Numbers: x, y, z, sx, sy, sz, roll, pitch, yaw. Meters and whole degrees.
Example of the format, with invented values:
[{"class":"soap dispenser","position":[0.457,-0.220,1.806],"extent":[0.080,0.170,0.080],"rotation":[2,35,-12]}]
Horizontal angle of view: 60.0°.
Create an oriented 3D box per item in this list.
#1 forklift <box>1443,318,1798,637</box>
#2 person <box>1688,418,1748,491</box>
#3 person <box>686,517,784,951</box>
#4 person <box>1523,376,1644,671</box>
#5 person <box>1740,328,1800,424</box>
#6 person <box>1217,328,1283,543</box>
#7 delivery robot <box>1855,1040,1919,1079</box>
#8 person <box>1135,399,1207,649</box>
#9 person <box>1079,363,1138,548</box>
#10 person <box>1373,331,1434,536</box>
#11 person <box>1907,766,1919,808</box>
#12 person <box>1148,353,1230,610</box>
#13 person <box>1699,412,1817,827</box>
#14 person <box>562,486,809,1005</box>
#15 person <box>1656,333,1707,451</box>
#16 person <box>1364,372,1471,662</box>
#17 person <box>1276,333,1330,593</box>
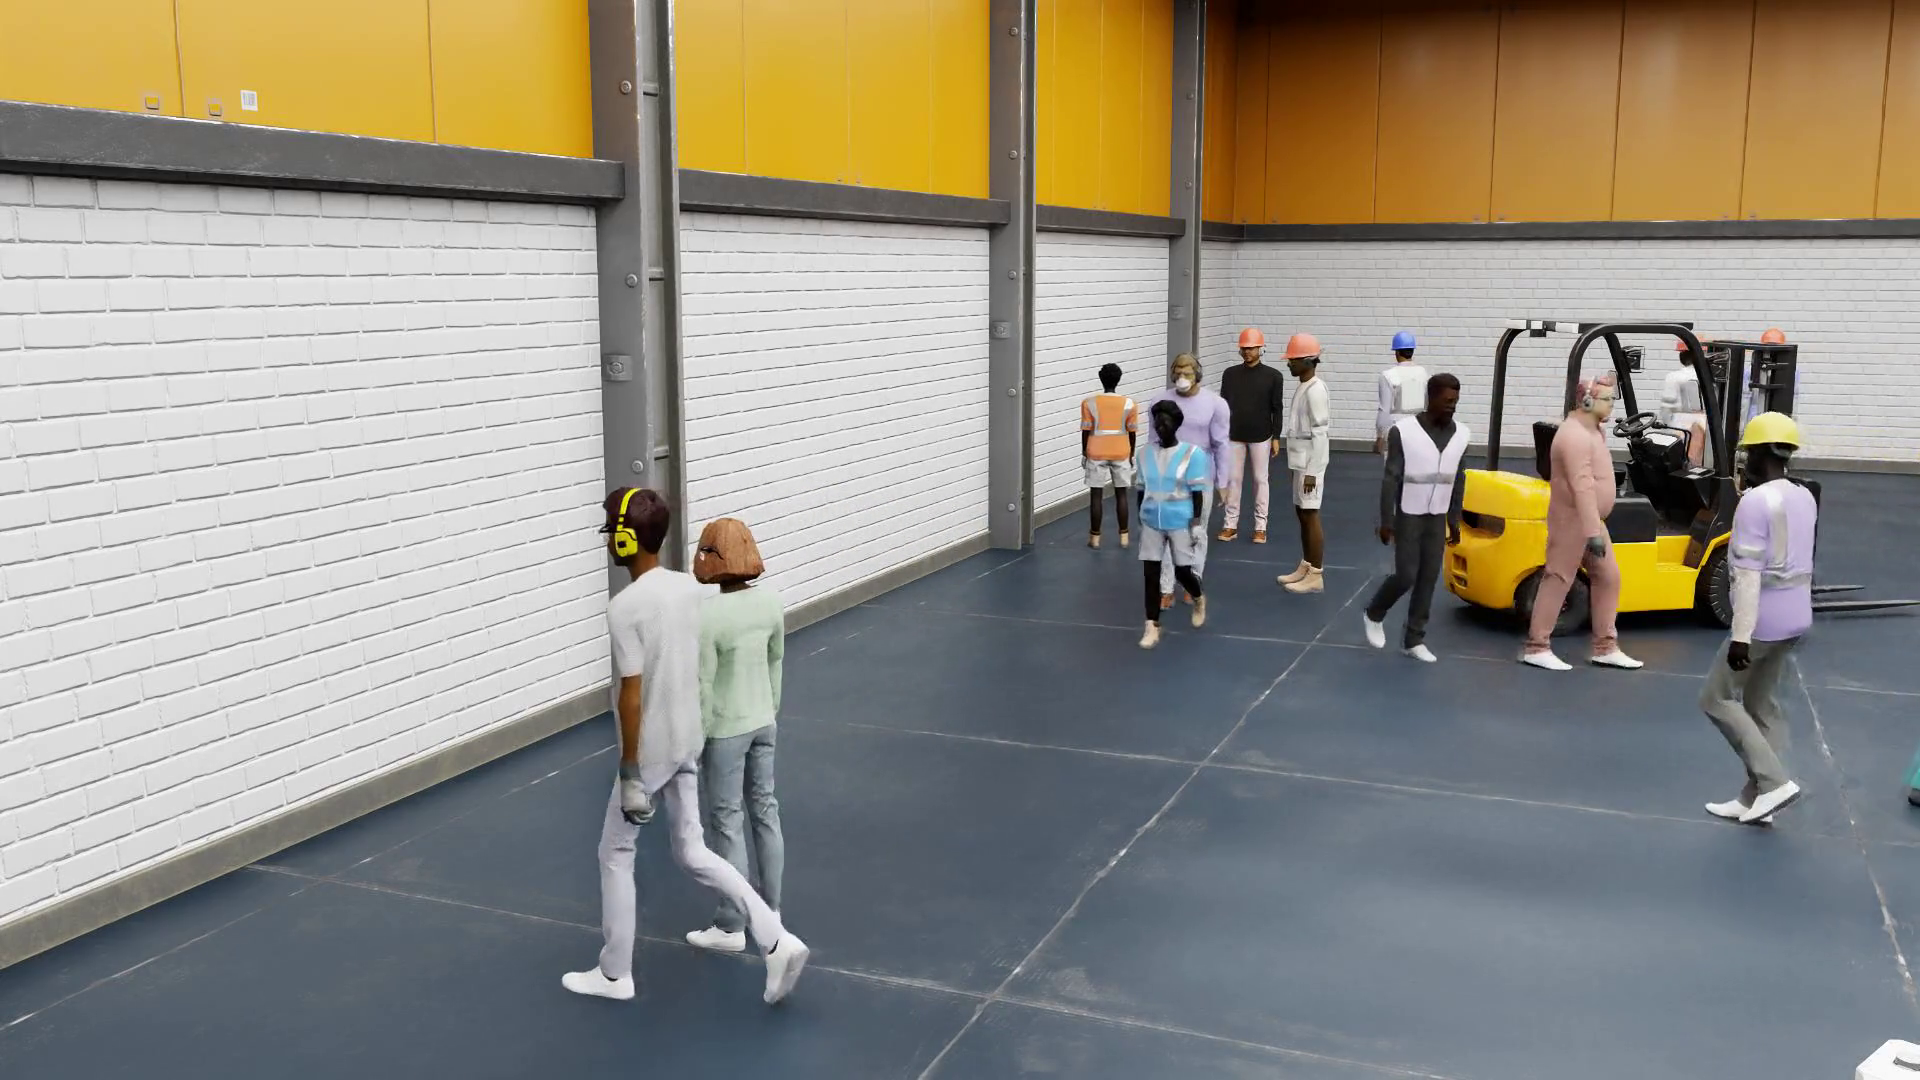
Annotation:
[{"class":"forklift","position":[4.706,-0.497,11.990],"extent":[2.313,2.155,1.214],"rotation":[-2,10,-10]},{"class":"person","position":[5.993,-0.431,13.362],"extent":[0.718,1.617,0.324],"rotation":[-2,10,-12]},{"class":"person","position":[-0.855,0.727,6.270],"extent":[0.282,1.633,0.500],"rotation":[6,11,33]},{"class":"person","position":[3.985,-0.082,10.445],"extent":[0.823,1.879,0.659],"rotation":[6,11,33]},{"class":"person","position":[8.223,-1.181,16.938],"extent":[0.542,1.929,0.374],"rotation":[4,10,23]},{"class":"person","position":[2.682,-0.967,15.435],"extent":[0.610,1.996,0.379],"rotation":[4,10,24]},{"class":"delivery robot","position":[2.735,1.542,4.308],"extent":[0.477,0.478,0.707],"rotation":[-9,13,-42]},{"class":"person","position":[1.433,-0.122,11.260],"extent":[0.542,1.679,0.632],"rotation":[5,11,30]},{"class":"person","position":[1.350,-0.757,15.112],"extent":[0.538,1.688,0.318],"rotation":[-1,9,-3]},{"class":"person","position":[4.219,-1.011,15.855],"extent":[0.615,1.942,0.407],"rotation":[-3,10,-19]},{"class":"person","position":[4.742,0.500,7.426],"extent":[0.540,1.706,0.954],"rotation":[-6,11,-34]},{"class":"person","position":[1.681,-0.423,12.373],"extent":[0.649,1.907,0.800],"rotation":[3,10,16]},{"class":"person","position":[3.649,0.372,7.599],"extent":[0.628,1.900,0.422],"rotation":[-8,12,-40]},{"class":"person","position":[-0.967,0.727,5.692],"extent":[0.868,1.837,0.512],"rotation":[4,10,23]},{"class":"person","position":[7.021,-1.046,16.132],"extent":[0.578,1.920,0.530],"rotation":[-2,10,-10]},{"class":"person","position":[3.000,-0.158,10.878],"extent":[0.613,1.890,0.538],"rotation":[-3,10,-20]},{"class":"person","position":[2.688,-0.598,13.067],"extent":[0.395,2.038,0.615],"rotation":[0,9,2]}]
